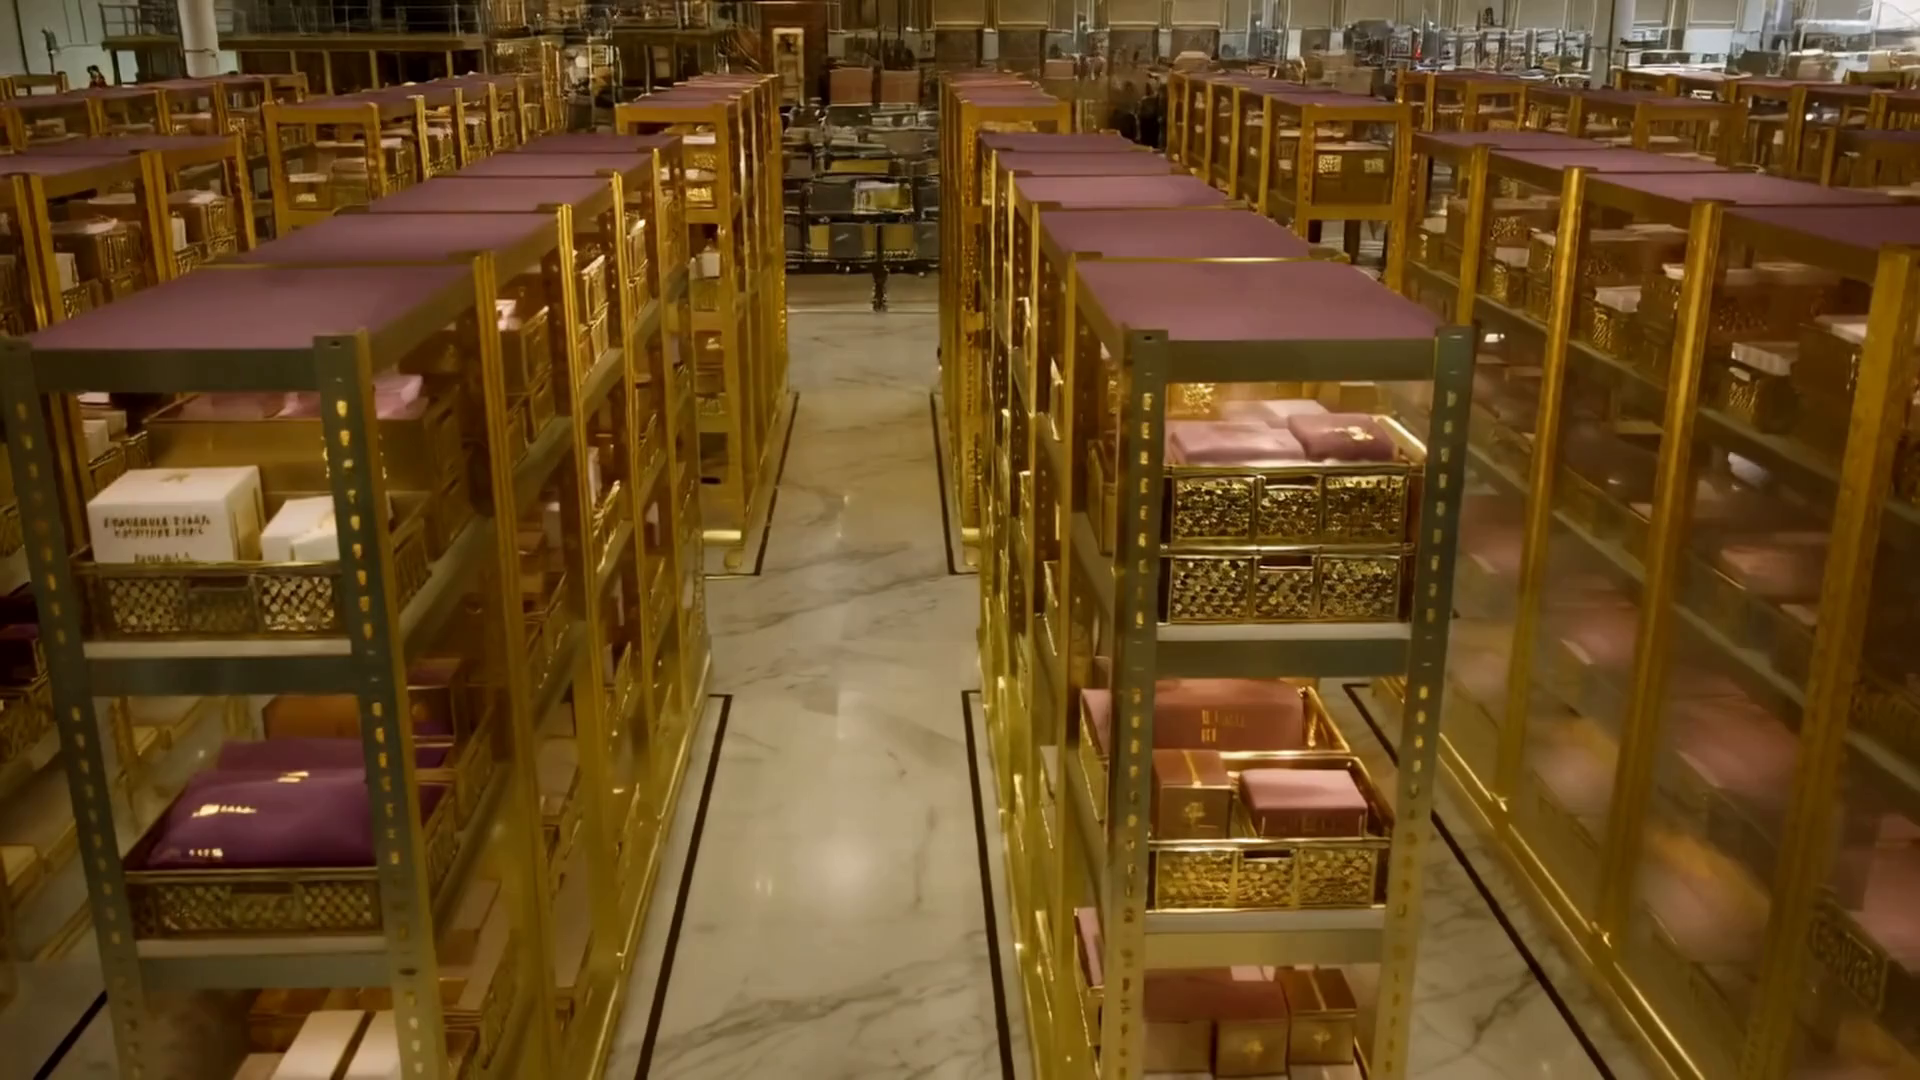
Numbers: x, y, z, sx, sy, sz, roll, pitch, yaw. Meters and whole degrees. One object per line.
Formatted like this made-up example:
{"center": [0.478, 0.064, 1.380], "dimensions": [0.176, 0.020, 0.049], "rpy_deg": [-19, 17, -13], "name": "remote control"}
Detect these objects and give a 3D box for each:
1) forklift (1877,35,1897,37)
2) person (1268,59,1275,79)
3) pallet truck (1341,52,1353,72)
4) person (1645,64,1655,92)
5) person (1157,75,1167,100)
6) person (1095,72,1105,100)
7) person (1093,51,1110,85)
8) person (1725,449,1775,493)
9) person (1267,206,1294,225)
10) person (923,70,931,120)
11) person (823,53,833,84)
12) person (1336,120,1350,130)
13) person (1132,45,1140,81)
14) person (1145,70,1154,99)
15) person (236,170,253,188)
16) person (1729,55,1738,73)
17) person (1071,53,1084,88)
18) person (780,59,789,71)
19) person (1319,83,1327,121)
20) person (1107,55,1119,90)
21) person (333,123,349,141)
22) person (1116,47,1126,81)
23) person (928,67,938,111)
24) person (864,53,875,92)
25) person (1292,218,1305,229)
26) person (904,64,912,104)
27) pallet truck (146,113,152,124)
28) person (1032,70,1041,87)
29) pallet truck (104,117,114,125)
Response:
{"center": [44.184, -22.804, 79.830], "dimensions": [1.129, 2.768, 1.873], "rpy_deg": [-1, 18, -2], "name": "forklift"}
{"center": [15.047, -22.377, 80.418], "dimensions": [0.320, 1.690, 0.535], "rpy_deg": [12, 22, 34], "name": "person"}
{"center": [18.794, -23.123, 82.231], "dimensions": [0.823, 1.965, 1.885], "rpy_deg": [-13, 22, -35], "name": "pallet truck"}
{"center": [30.722, -20.405, 74.001], "dimensions": [0.585, 1.882, 0.337], "rpy_deg": [-9, 20, -25], "name": "person"}
{"center": [6.897, -14.965, 57.083], "dimensions": [0.379, 1.937, 0.547], "rpy_deg": [-1, 18, -4], "name": "person"}
{"center": [5.003, -15.928, 60.087], "dimensions": [0.559, 1.919, 0.583], "rpy_deg": [-4, 18, -13], "name": "person"}
{"center": [7.631, -25.475, 89.854], "dimensions": [0.984, 1.789, 0.638], "rpy_deg": [2, 18, 6], "name": "person"}
{"center": [5.359, -0.143, 11.454], "dimensions": [0.918, 1.785, 0.629], "rpy_deg": [-5, 18, -14], "name": "person"}
{"center": [4.052, -3.563, 21.780], "dimensions": [0.605, 1.949, 0.382], "rpy_deg": [6, 19, 17], "name": "person"}
{"center": [-1.245, -16.862, 63.069], "dimensions": [0.311, 1.865, 0.532], "rpy_deg": [-3, 18, -9], "name": "person"}
{"center": [-7.234, -25.846, 91.136], "dimensions": [0.493, 1.695, 0.905], "rpy_deg": [7, 19, 21], "name": "person"}
{"center": [12.028, -13.242, 52.284], "dimensions": [0.499, 1.603, 0.763], "rpy_deg": [-1, 18, -2], "name": "person"}
{"center": [10.053, -27.241, 94.979], "dimensions": [0.382, 1.994, 0.622], "rpy_deg": [-7, 19, -19], "name": "person"}
{"center": [7.157, -16.901, 63.204], "dimensions": [0.487, 1.856, 0.559], "rpy_deg": [9, 20, 26], "name": "person"}
{"center": [-15.259, -7.816, 35.097], "dimensions": [0.641, 1.855, 0.989], "rpy_deg": [-13, 22, -35], "name": "person"}
{"center": [36.767, -22.057, 79.068], "dimensions": [0.661, 1.913, 0.661], "rpy_deg": [-6, 19, -19], "name": "person"}
{"center": [6.219, -24.696, 87.431], "dimensions": [0.621, 1.803, 0.958], "rpy_deg": [-10, 20, -28], "name": "person"}
{"center": [-9.306, -25.080, 88.386], "dimensions": [0.620, 1.934, 0.633], "rpy_deg": [16, 24, 40], "name": "person"}
{"center": [12.350, -14.669, 56.581], "dimensions": [0.543, 1.688, 0.336], "rpy_deg": [6, 19, 17], "name": "person"}
{"center": [7.227, -22.012, 78.914], "dimensions": [0.597, 1.916, 0.644], "rpy_deg": [-8, 19, -23], "name": "person"}
{"center": [-13.163, -7.949, 35.228], "dimensions": [0.487, 2.026, 0.621], "rpy_deg": [13, 22, 36], "name": "person"}
{"center": [9.072, -26.665, 93.337], "dimensions": [0.530, 1.909, 0.590], "rpy_deg": [-4, 18, -12], "name": "person"}
{"center": [-1.119, -17.201, 64.015], "dimensions": [0.639, 1.925, 0.875], "rpy_deg": [-15, 23, -39], "name": "person"}
{"center": [-4.540, -23.429, 83.363], "dimensions": [0.594, 1.879, 0.354], "rpy_deg": [0, 18, 0], "name": "person"}
{"center": [5.489, -5.007, 26.622], "dimensions": [0.944, 1.717, 0.532], "rpy_deg": [-4, 18, -12], "name": "person"}
{"center": [-2.202, -19.140, 70.150], "dimensions": [0.344, 1.847, 0.506], "rpy_deg": [9, 20, 26], "name": "person"}
{"center": [-18.087, -8.309, 36.390], "dimensions": [1.885, 1.965, 0.823], "rpy_deg": [-1, 18, -4], "name": "pallet truck"}
{"center": [2.939, -16.814, 62.907], "dimensions": [0.973, 1.882, 0.602], "rpy_deg": [-6, 19, -17], "name": "person"}
{"center": [-18.367, -7.885, 35.078], "dimensions": [1.885, 1.965, 0.823], "rpy_deg": [1, 18, 2], "name": "pallet truck"}
